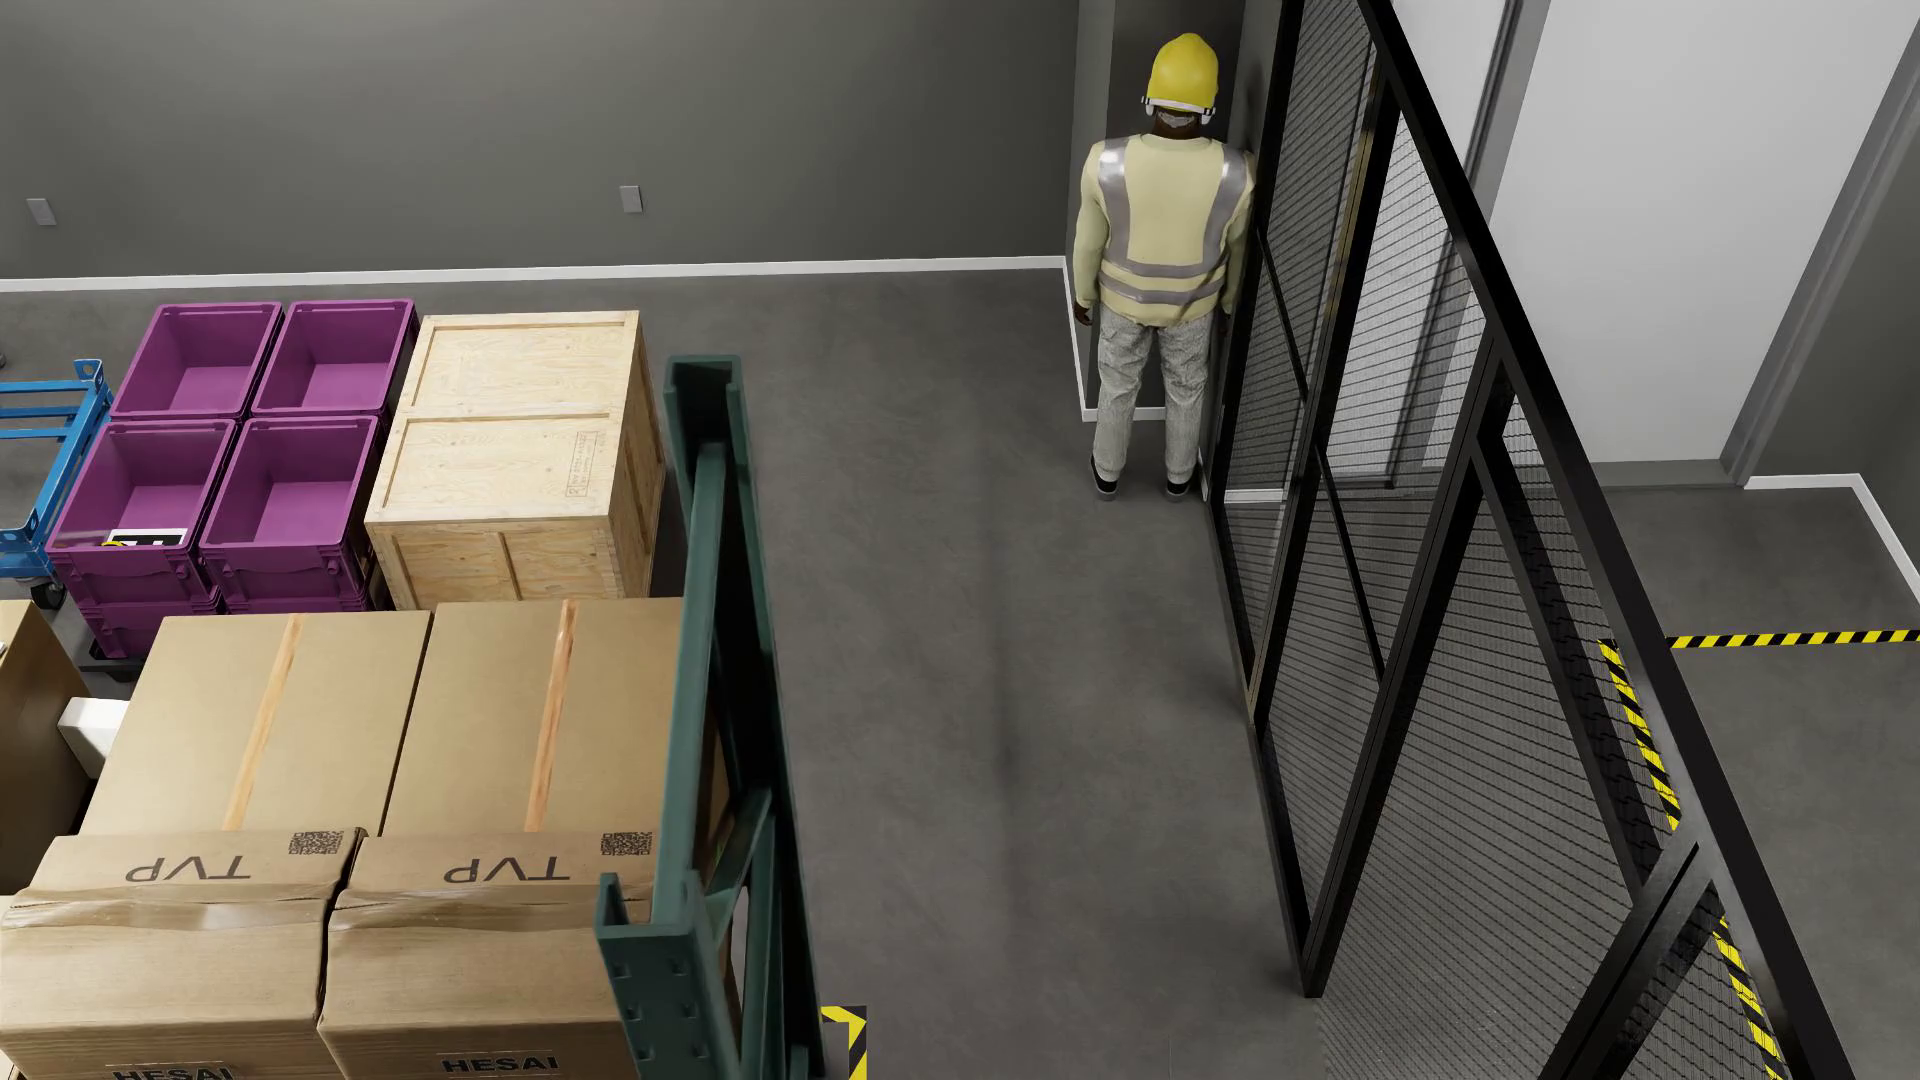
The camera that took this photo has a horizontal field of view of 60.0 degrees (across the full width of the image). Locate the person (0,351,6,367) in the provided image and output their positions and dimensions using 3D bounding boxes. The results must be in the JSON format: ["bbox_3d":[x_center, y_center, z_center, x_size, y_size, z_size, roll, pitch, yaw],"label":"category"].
[{"bbox_3d":[-4.026,-1.269,5.968,0.354,1.938,0.636,-3,46,-3],"label":"person"}]

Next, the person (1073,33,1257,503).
[{"bbox_3d":[0.680,-0.863,5.652,0.603,1.830,0.404,4,46,3],"label":"person"}]
